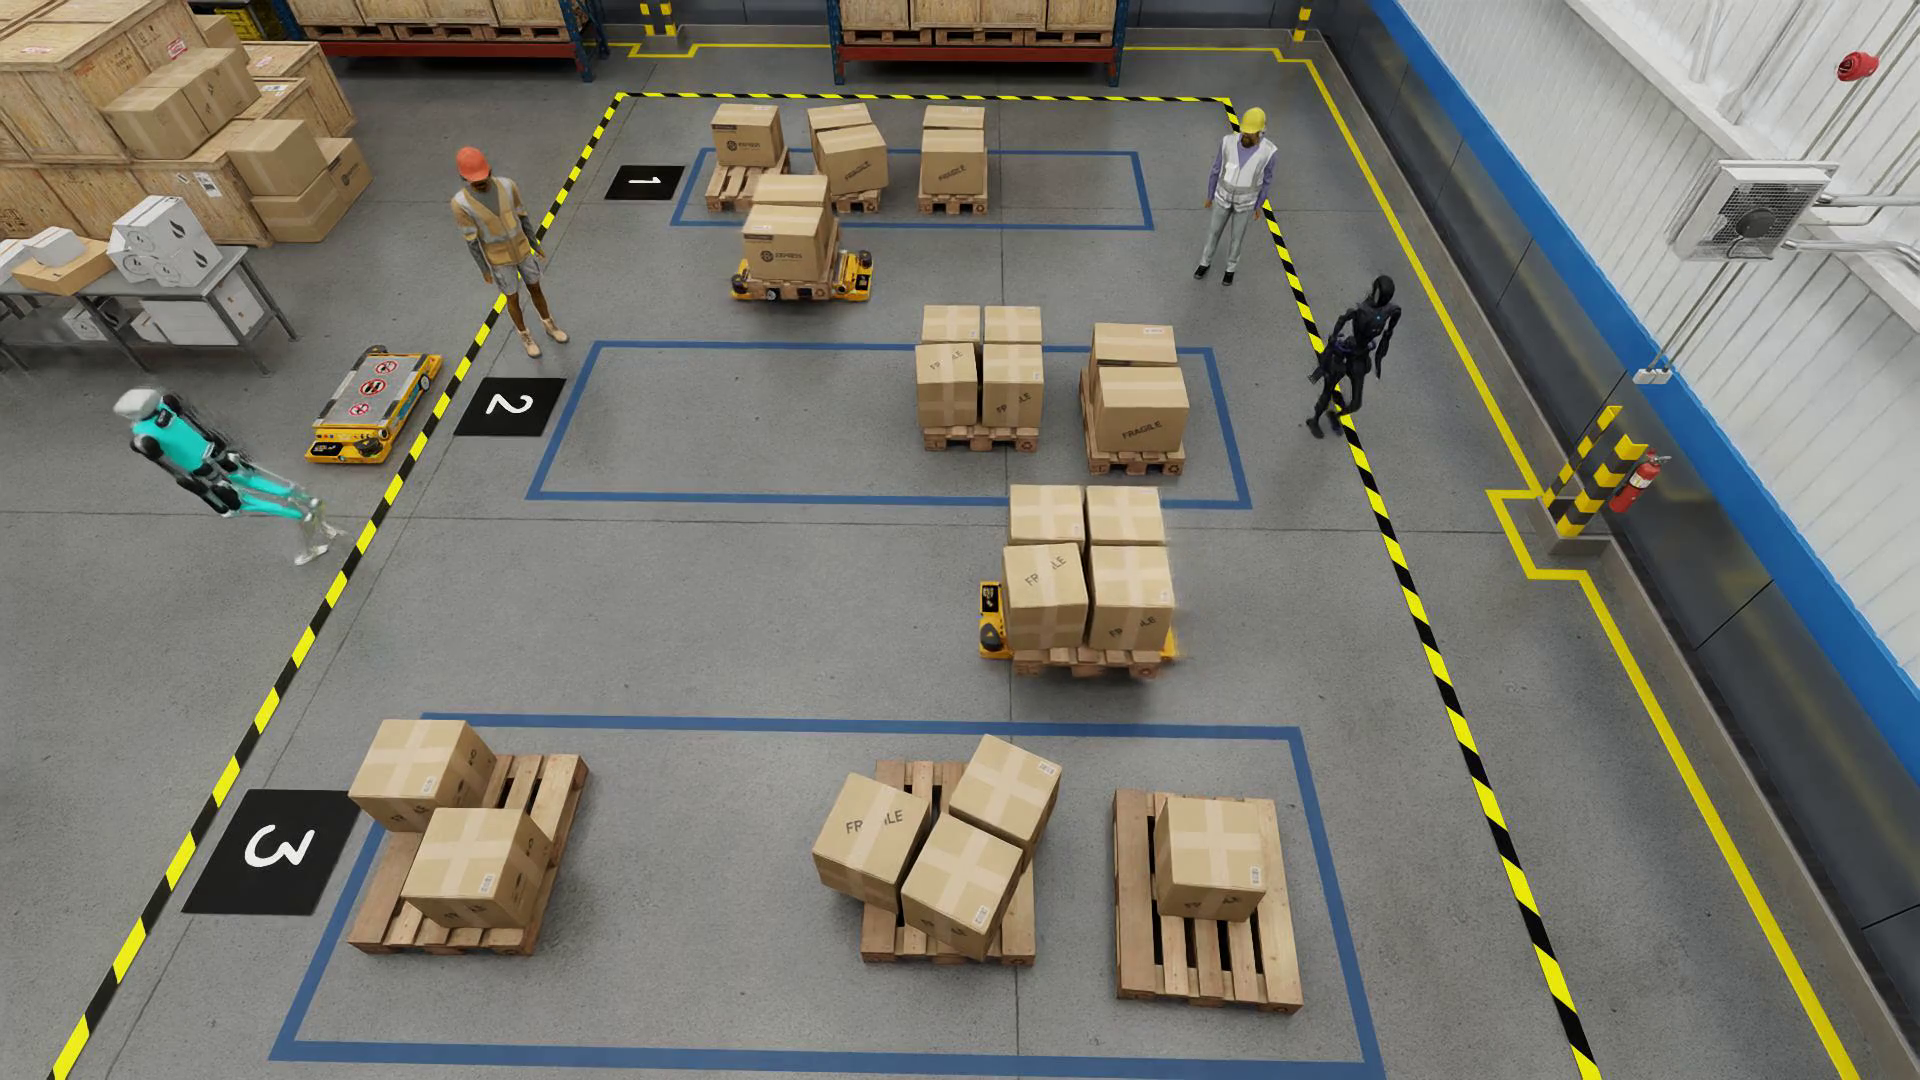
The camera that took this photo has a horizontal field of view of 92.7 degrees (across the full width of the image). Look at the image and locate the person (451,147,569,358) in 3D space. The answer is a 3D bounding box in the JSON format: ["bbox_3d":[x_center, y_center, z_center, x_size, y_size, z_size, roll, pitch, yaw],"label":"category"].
[{"bbox_3d":[-4.128,-2.619,8.423,0.384,2.039,0.613,35,58,26],"label":"person"}]

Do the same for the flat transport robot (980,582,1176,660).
[{"bbox_3d":[0.864,0.568,6.868,1.431,0.197,0.652,1,50,1],"label":"flat transport robot"}]

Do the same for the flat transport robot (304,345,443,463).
[{"bbox_3d":[-5.383,-1.269,8.441,0.659,0.231,1.431,1,50,1],"label":"flat transport robot"}]

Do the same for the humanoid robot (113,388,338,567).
[{"bbox_3d":[-5.231,-0.461,6.786,0.787,1.739,0.616,-9,50,-7],"label":"humanoid robot"}]

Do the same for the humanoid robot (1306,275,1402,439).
[{"bbox_3d":[3.294,-1.514,7.725,0.610,1.642,0.357,-7,50,-6],"label":"humanoid robot"}]

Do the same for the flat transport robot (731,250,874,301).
[{"bbox_3d":[-1.664,-2.826,9.740,1.431,0.197,0.652,1,50,1],"label":"flat transport robot"}]

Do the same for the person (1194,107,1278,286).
[{"bbox_3d":[2.779,-3.445,9.256,0.601,1.830,0.404,20,53,16],"label":"person"}]
